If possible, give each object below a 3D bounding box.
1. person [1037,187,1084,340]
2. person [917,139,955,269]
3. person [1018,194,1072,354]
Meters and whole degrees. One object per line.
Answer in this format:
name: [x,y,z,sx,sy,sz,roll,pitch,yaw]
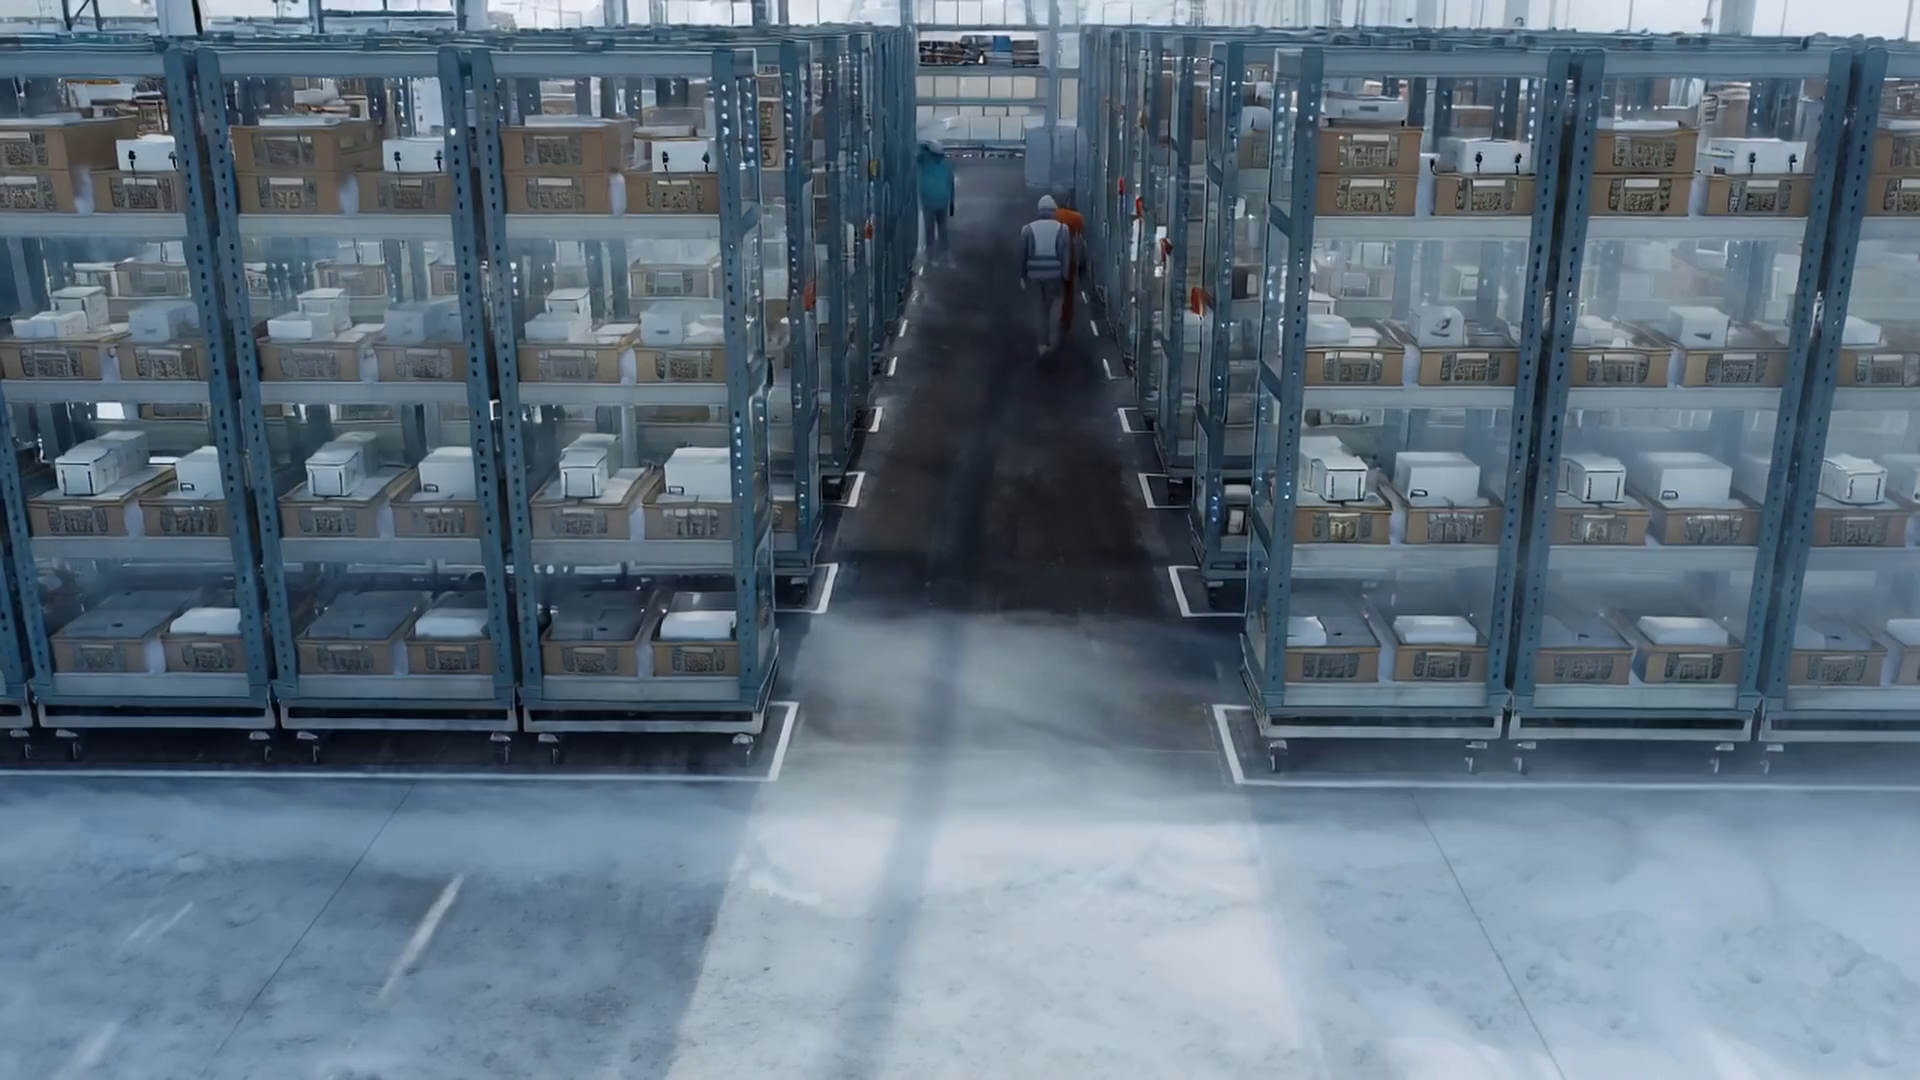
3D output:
person: [1.199,-3.327,20.020,0.576,1.794,0.958,1,17,4]
person: [-0.321,-5.111,25.431,0.608,1.955,0.934,-5,18,-16]
person: [0.991,-3.090,19.242,0.627,1.804,0.759,2,18,6]
